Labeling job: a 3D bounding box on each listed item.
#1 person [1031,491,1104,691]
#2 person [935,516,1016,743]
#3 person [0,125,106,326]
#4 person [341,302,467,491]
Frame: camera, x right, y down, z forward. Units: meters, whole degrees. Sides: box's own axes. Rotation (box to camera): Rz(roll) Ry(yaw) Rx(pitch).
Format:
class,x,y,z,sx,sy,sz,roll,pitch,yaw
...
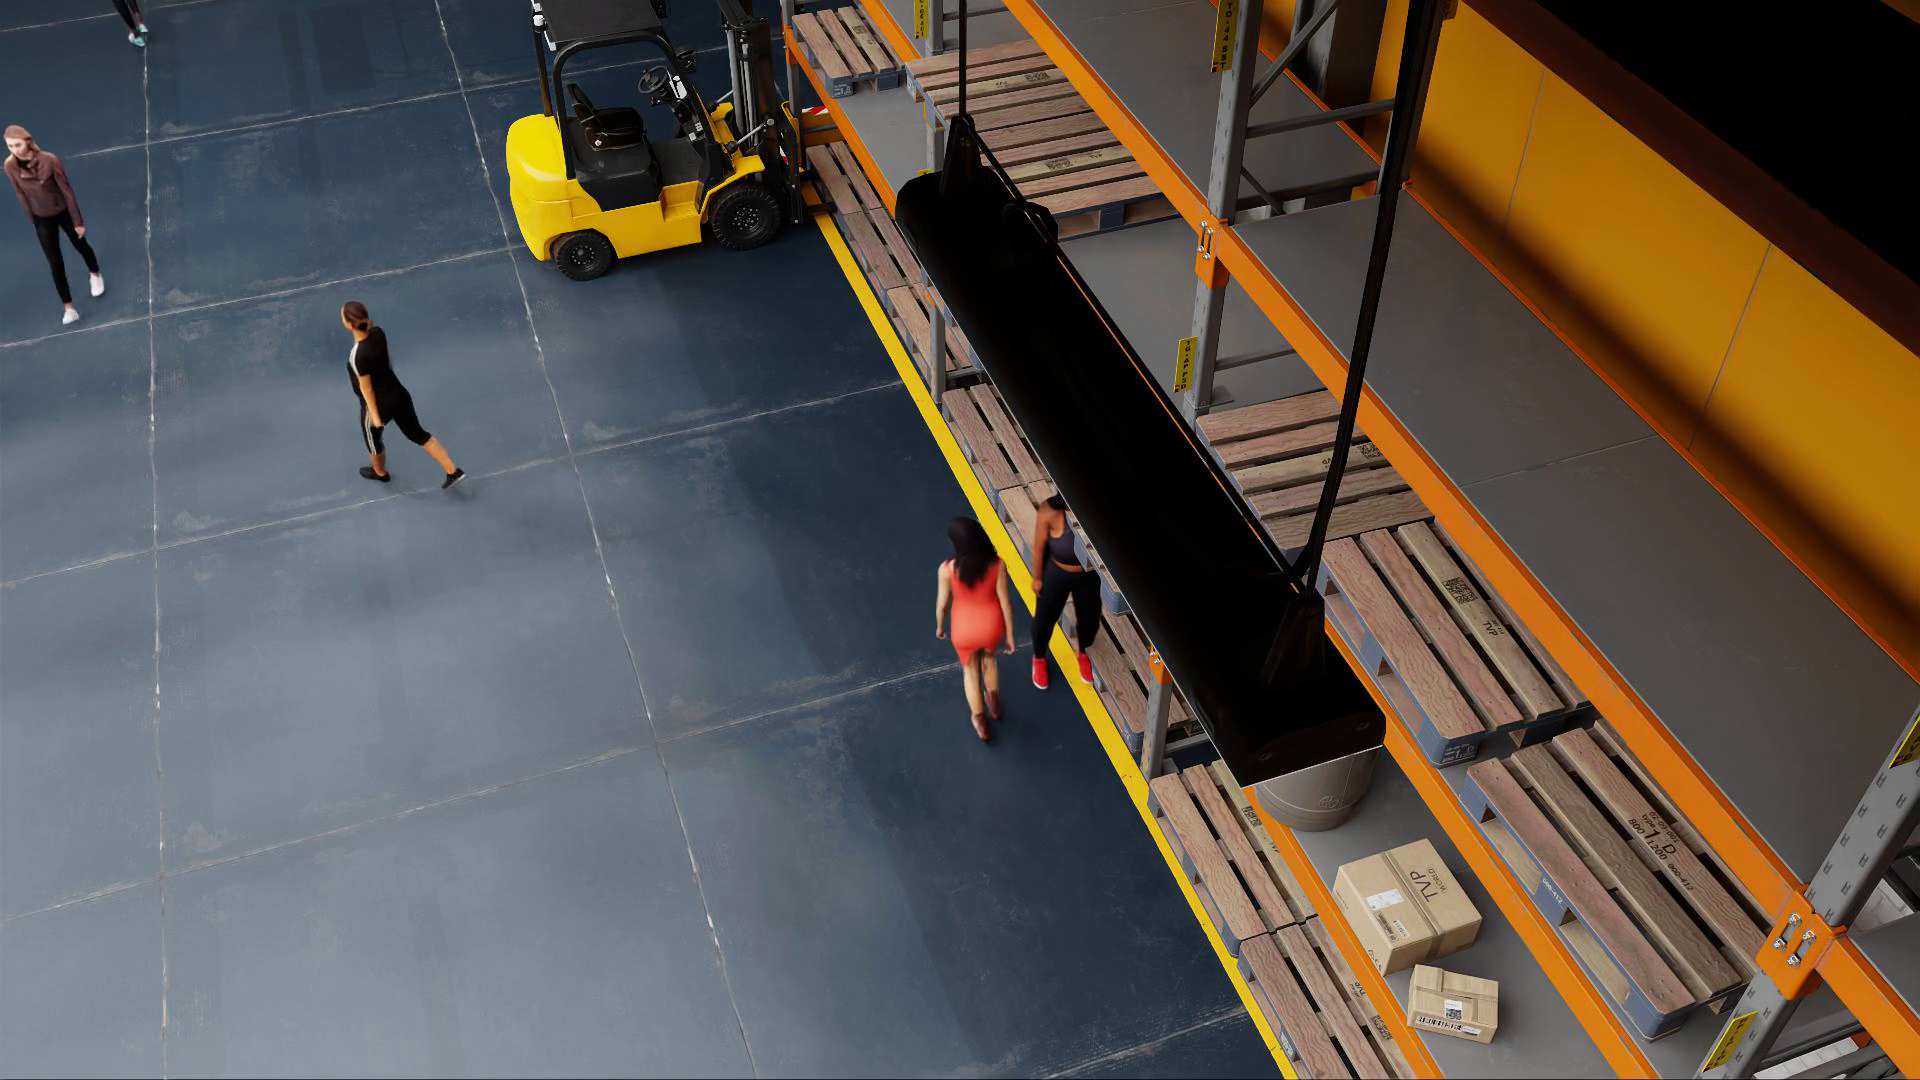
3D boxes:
class,x,y,z,sx,sy,sz,roll,pitch,yaw
person,0.700,0.207,10.486,0.726,1.813,0.691,-5,44,-5
person,0.130,0.597,10.173,0.634,1.680,0.660,-2,44,-2
person,-7.369,-2.676,13.619,0.663,1.665,1.058,-10,45,-11
person,-4.027,-0.975,11.859,1.086,1.630,1.117,13,45,13
